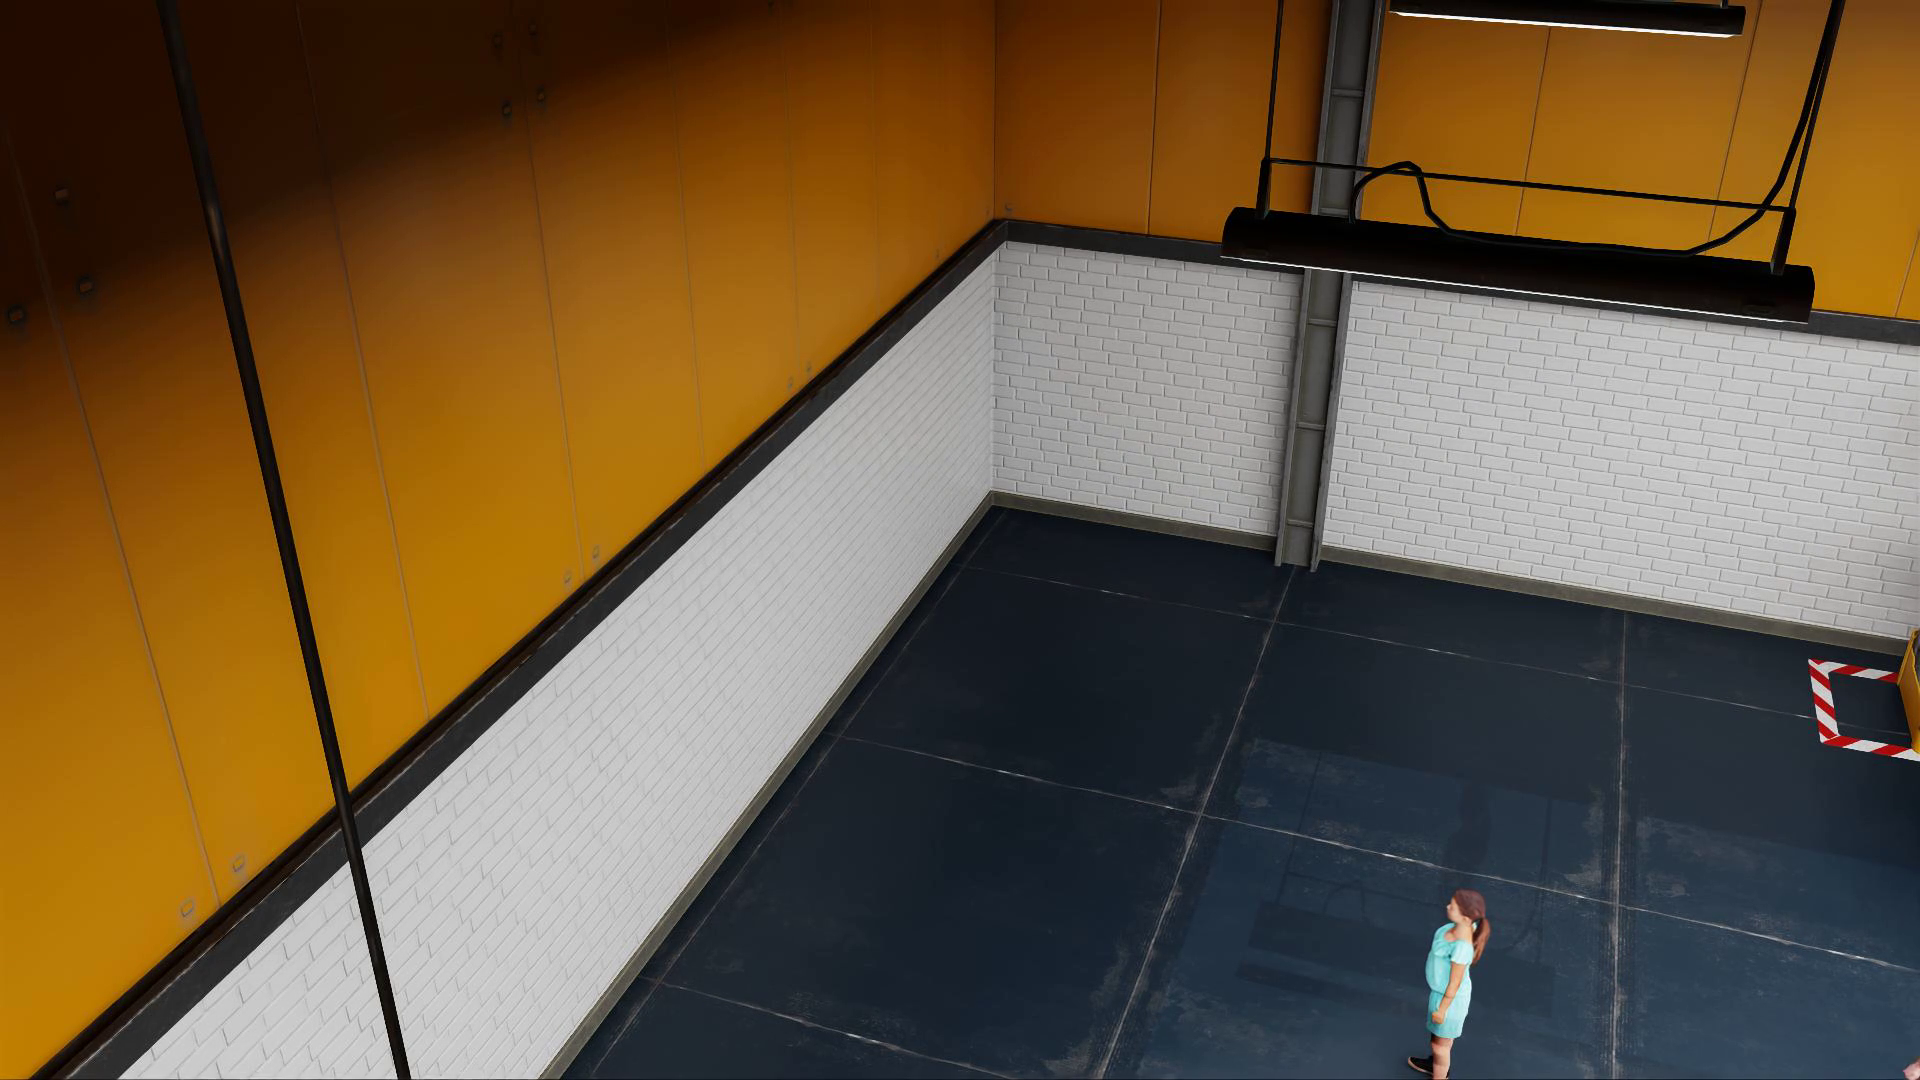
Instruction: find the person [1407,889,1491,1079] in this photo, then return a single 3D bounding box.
[{"bbox_3d":[2.922,2.698,9.931,0.537,1.558,0.538,10,30,18],"label":"person"}]
